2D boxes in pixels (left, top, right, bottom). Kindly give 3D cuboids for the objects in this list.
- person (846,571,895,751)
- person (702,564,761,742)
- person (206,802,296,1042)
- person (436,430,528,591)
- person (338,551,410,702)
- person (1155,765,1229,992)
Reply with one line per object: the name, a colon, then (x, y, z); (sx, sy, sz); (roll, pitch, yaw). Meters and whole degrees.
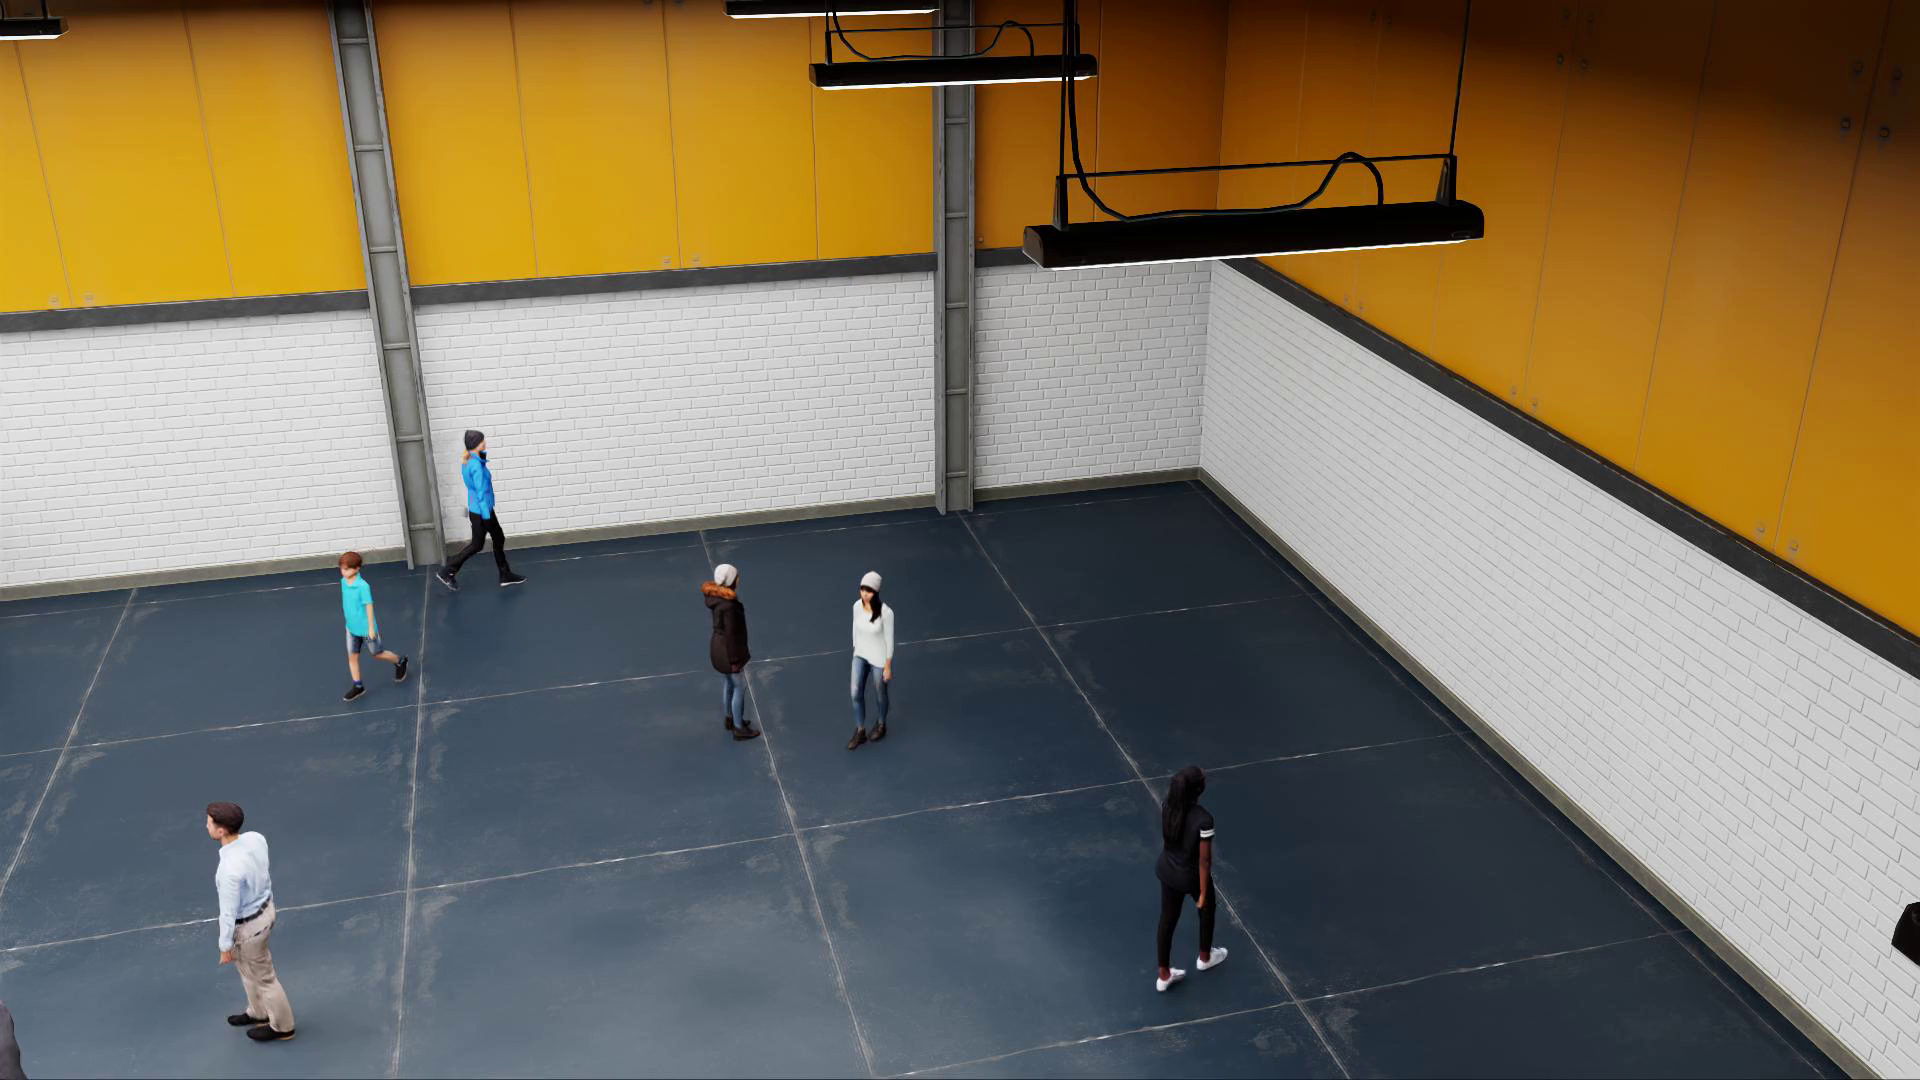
person: (-0.722, 1.005, 14.525); (0.838, 1.634, 0.891); (11, 26, 24)
person: (-2.067, 0.974, 14.598); (0.653, 1.631, 0.689); (-9, 25, -19)
person: (-4.545, 2.511, 10.839); (0.811, 1.828, 0.749); (-1, 24, -2)
person: (-5.068, -0.272, 17.276); (1.137, 1.771, 0.668); (-7, 25, -16)
person: (-5.472, 0.747, 15.377); (0.904, 1.425, 0.950); (12, 26, 25)
person: (1.480, 2.341, 11.370); (0.997, 1.712, 0.874); (-21, 31, -39)
